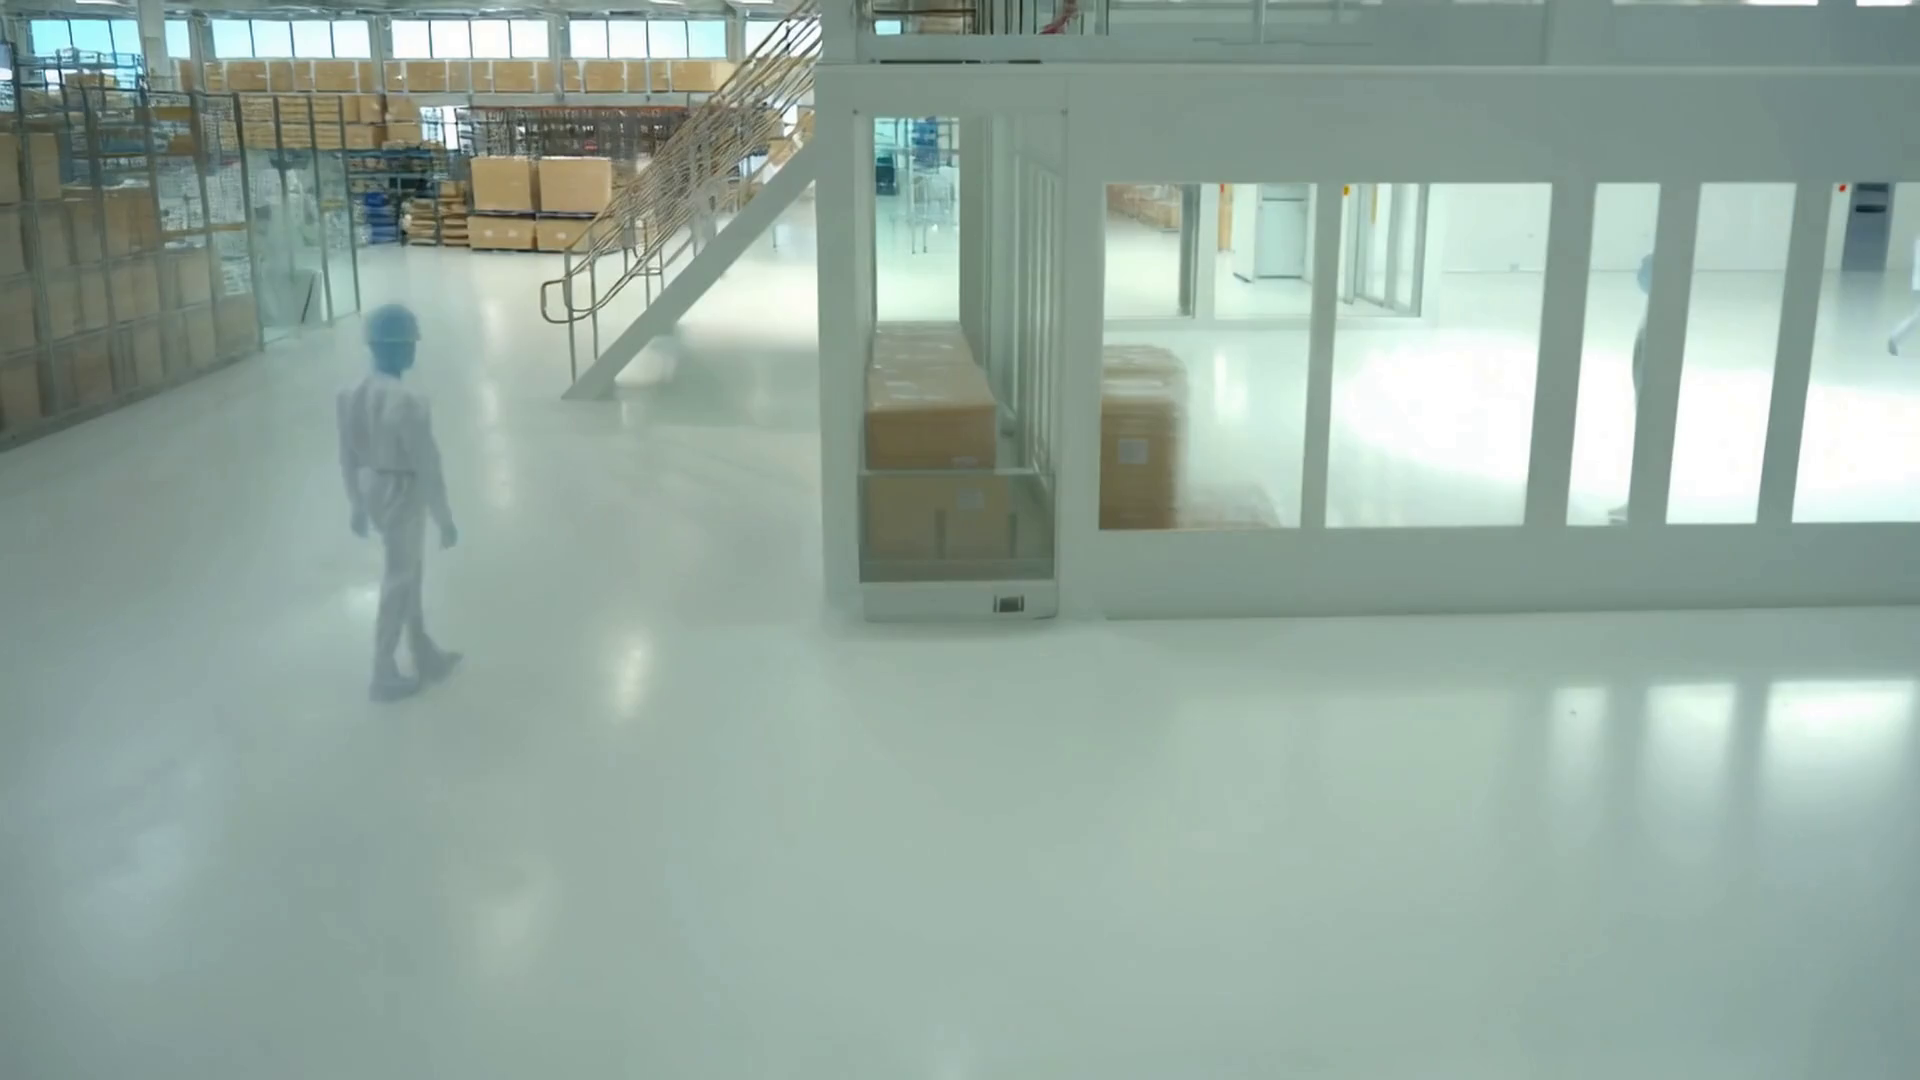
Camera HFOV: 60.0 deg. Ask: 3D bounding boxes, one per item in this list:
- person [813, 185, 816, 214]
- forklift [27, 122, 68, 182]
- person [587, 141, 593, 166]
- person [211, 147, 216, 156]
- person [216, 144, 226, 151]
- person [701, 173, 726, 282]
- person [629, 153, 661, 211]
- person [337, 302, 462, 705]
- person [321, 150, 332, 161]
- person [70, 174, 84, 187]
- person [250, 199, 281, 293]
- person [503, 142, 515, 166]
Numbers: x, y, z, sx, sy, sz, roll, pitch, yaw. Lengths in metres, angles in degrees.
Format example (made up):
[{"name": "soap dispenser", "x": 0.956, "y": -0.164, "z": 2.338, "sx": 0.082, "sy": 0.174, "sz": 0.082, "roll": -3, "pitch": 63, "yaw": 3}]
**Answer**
[{"name": "person", "x": -4.281, "y": -11.000, "z": 51.099, "sx": 0.610, "sy": 1.991, "sz": 0.669, "roll": 6, "pitch": 15, "yaw": 21}, {"name": "forklift", "x": -35.376, "y": -14.773, "z": 64.377, "sx": 1.129, "sy": 2.768, "sz": 1.873, "roll": -1, "pitch": 14, "yaw": -2}, {"name": "person", "x": -18.677, "y": -19.125, "z": 83.614, "sx": 0.568, "sy": 1.969, "sz": 0.667, "roll": 1, "pitch": 14, "yaw": 5}, {"name": "person", "x": -33.395, "y": -16.656, "z": 74.240, "sx": 0.878, "sy": 1.726, "sz": 0.527, "roll": 2, "pitch": 14, "yaw": 6}, {"name": "person", "x": -39.722, "y": -20.494, "z": 89.207, "sx": 0.938, "sy": 1.905, "sz": 0.644, "roll": 10, "pitch": 17, "yaw": 35}, {"name": "person", "x": -4.315, "y": -5.497, "z": 29.300, "sx": 0.467, "sy": 1.903, "sz": 0.592, "roll": 2, "pitch": 14, "yaw": 9}, {"name": "person", "x": -9.910, "y": -11.259, "z": 52.417, "sx": 1.017, "sy": 1.849, "sz": 0.680, "roll": 0, "pitch": 14, "yaw": -1}, {"name": "person", "x": -2.633, "y": -0.189, "z": 8.038, "sx": 0.584, "sy": 1.912, "sz": 0.763, "roll": 9, "pitch": 17, "yaw": 33}, {"name": "person", "x": -22.980, "y": -13.214, "z": 60.287, "sx": 0.587, "sy": 1.826, "sz": 0.404, "roll": -3, "pitch": 14, "yaw": -10}, {"name": "person", "x": -17.940, "y": -6.540, "z": 33.805, "sx": 0.817, "sy": 1.737, "sz": 0.527, "roll": 2, "pitch": 14, "yaw": 6}, {"name": "person", "x": -9.963, "y": -4.052, "z": 23.951, "sx": 0.487, "sy": 1.690, "sz": 0.910, "roll": 12, "pitch": 18, "yaw": 40}, {"name": "person", "x": -24.064, "y": -20.282, "z": 88.640, "sx": 0.635, "sy": 1.785, "sz": 0.908, "roll": -6, "pitch": 15, "yaw": -24}]
